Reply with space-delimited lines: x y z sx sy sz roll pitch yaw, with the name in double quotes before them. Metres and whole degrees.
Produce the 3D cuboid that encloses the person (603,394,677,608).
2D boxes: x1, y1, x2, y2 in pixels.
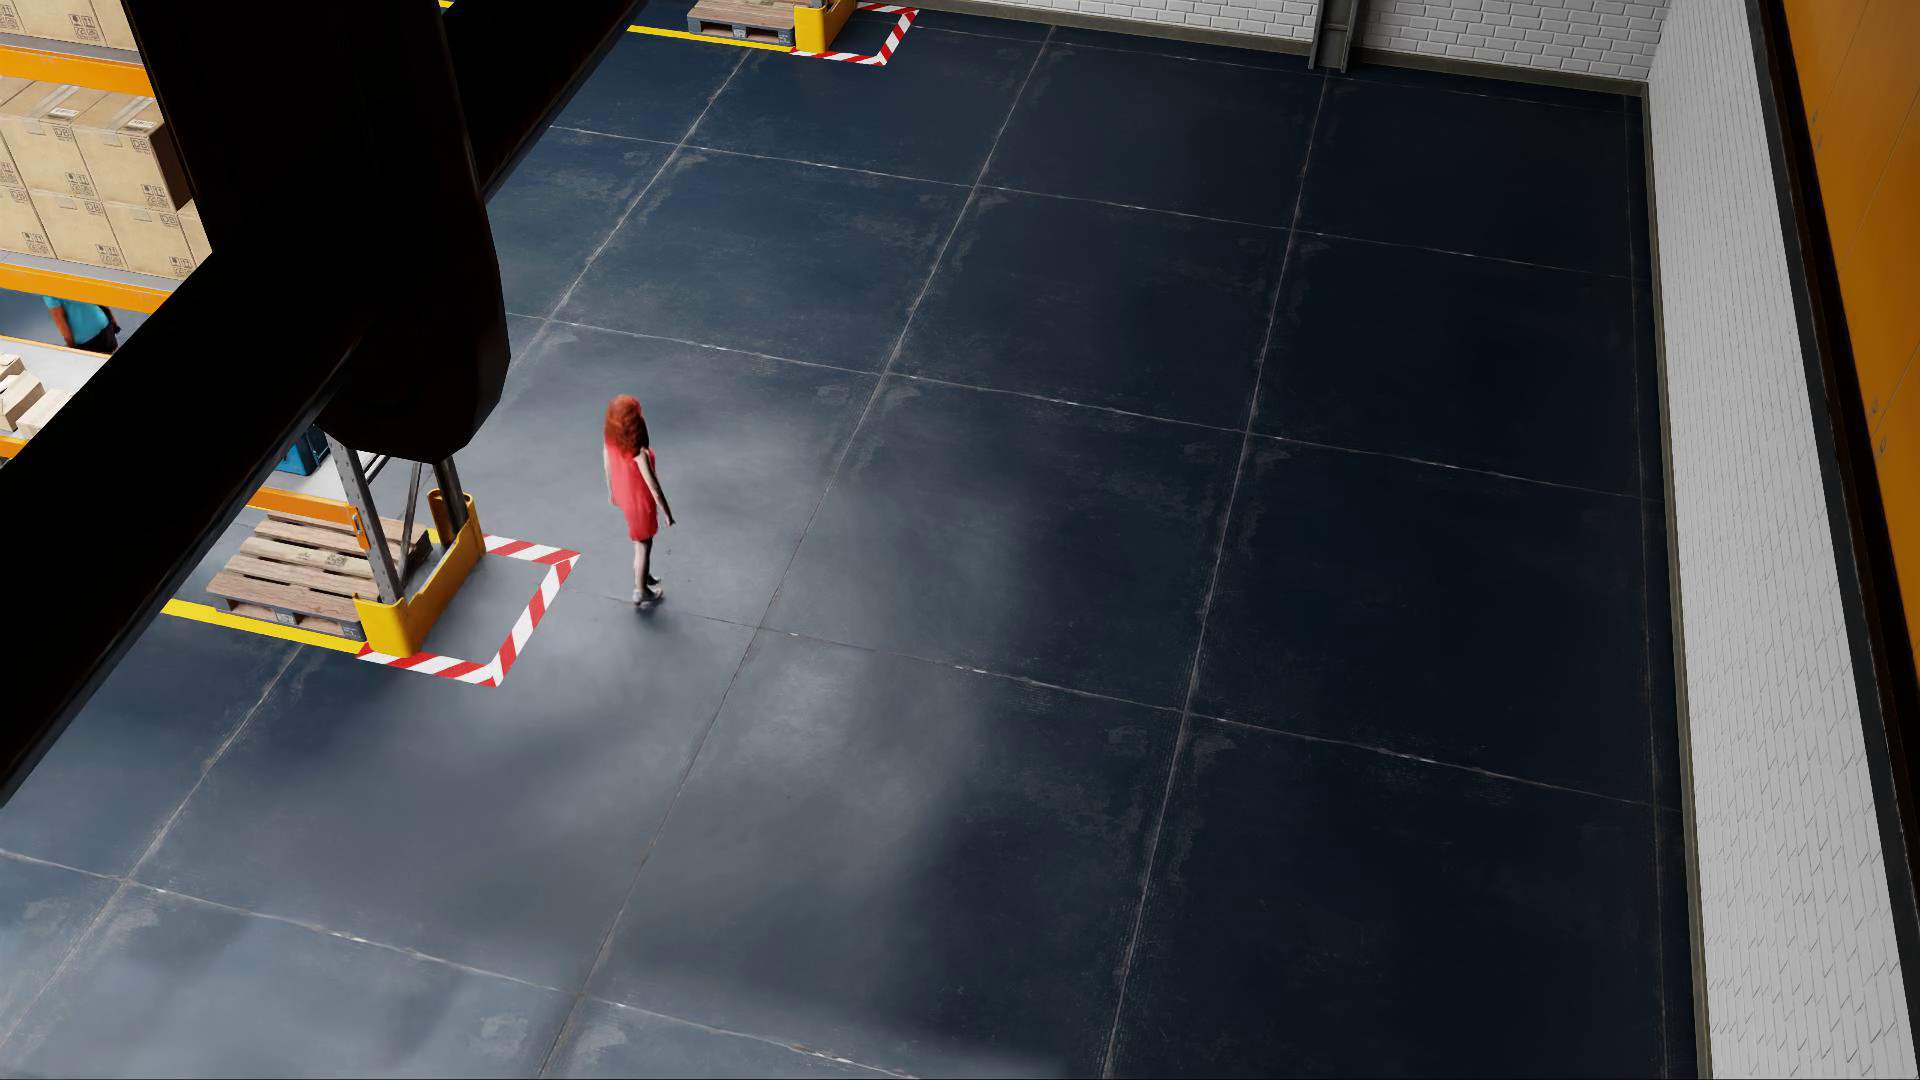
"person" -2.240 -0.192 11.164 0.702 1.812 0.803 34 53 30
